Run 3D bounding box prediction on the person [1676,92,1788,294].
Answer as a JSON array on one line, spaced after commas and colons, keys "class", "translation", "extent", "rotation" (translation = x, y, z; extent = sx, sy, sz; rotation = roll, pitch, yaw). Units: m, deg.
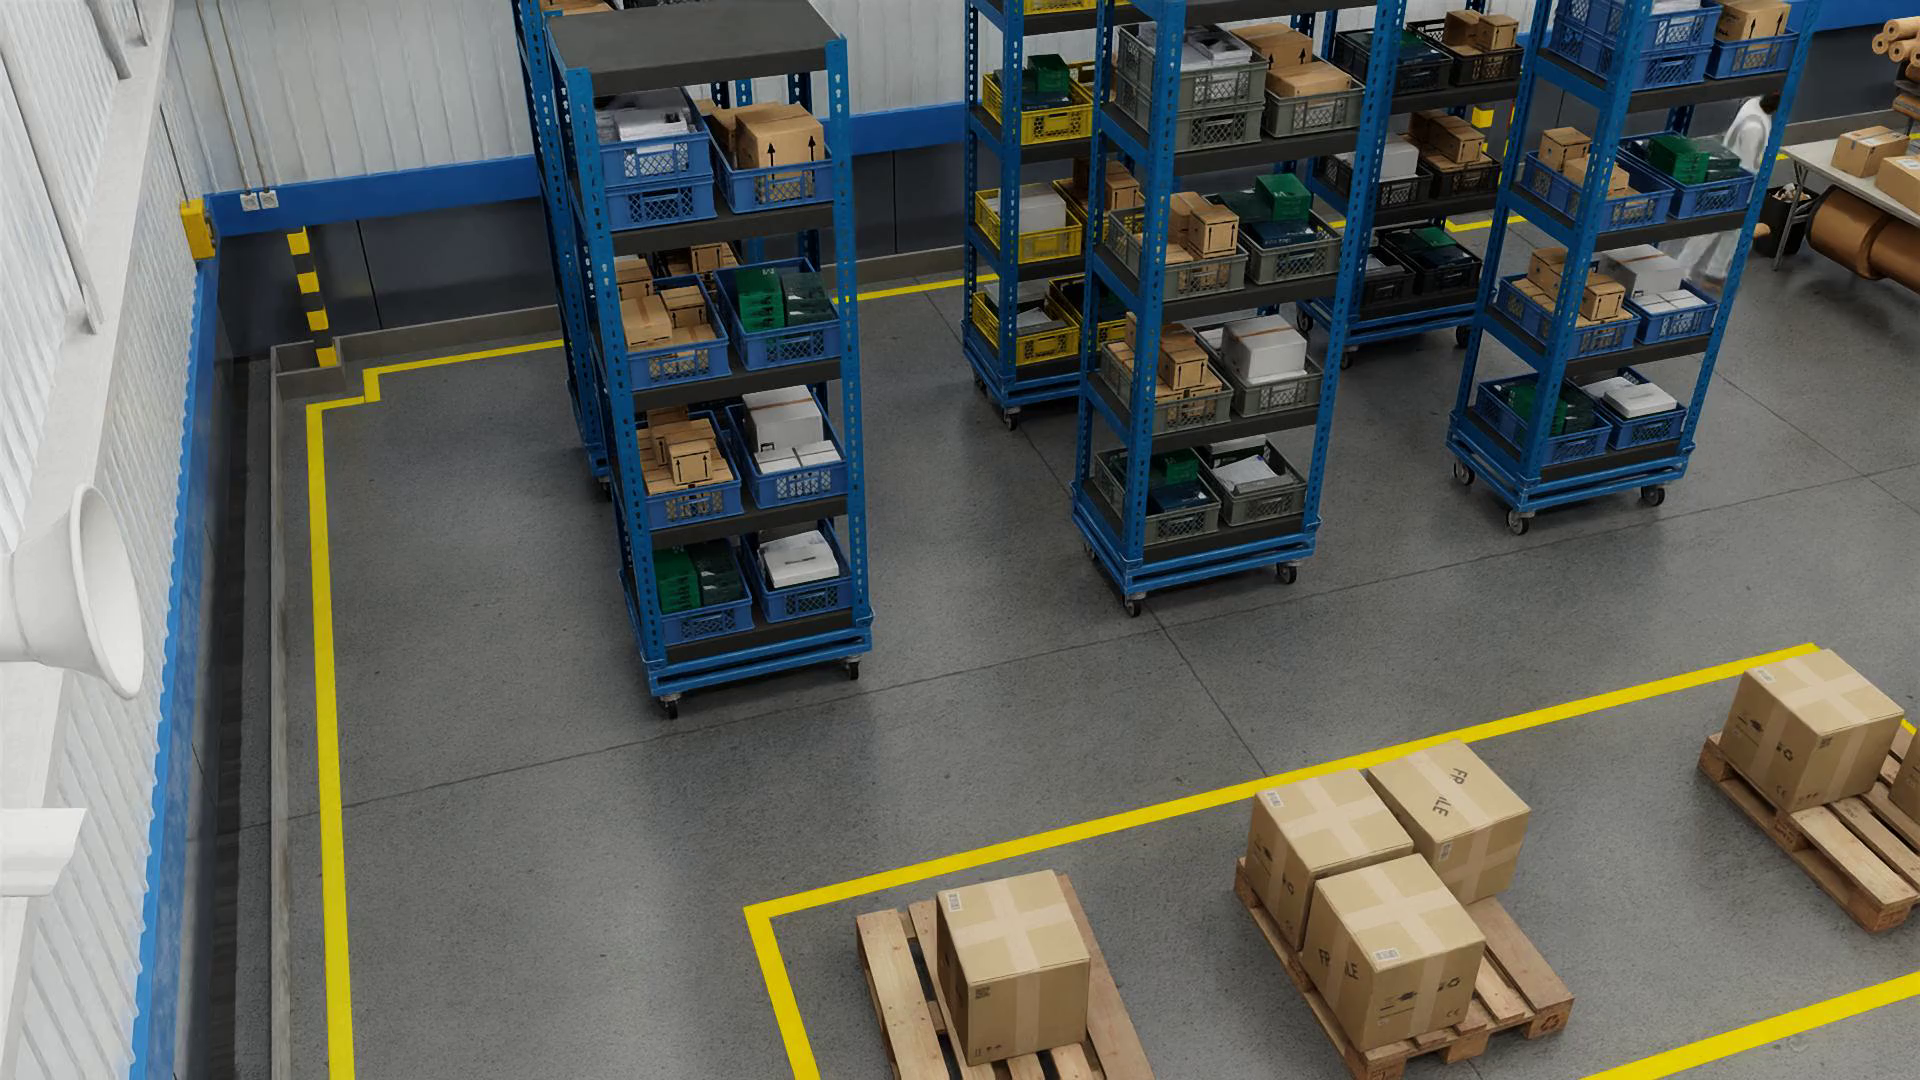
[{"class": "person", "translation": [5.780, -2.646, 12.433], "extent": [0.631, 1.847, 0.601], "rotation": [19, 39, 24]}]
